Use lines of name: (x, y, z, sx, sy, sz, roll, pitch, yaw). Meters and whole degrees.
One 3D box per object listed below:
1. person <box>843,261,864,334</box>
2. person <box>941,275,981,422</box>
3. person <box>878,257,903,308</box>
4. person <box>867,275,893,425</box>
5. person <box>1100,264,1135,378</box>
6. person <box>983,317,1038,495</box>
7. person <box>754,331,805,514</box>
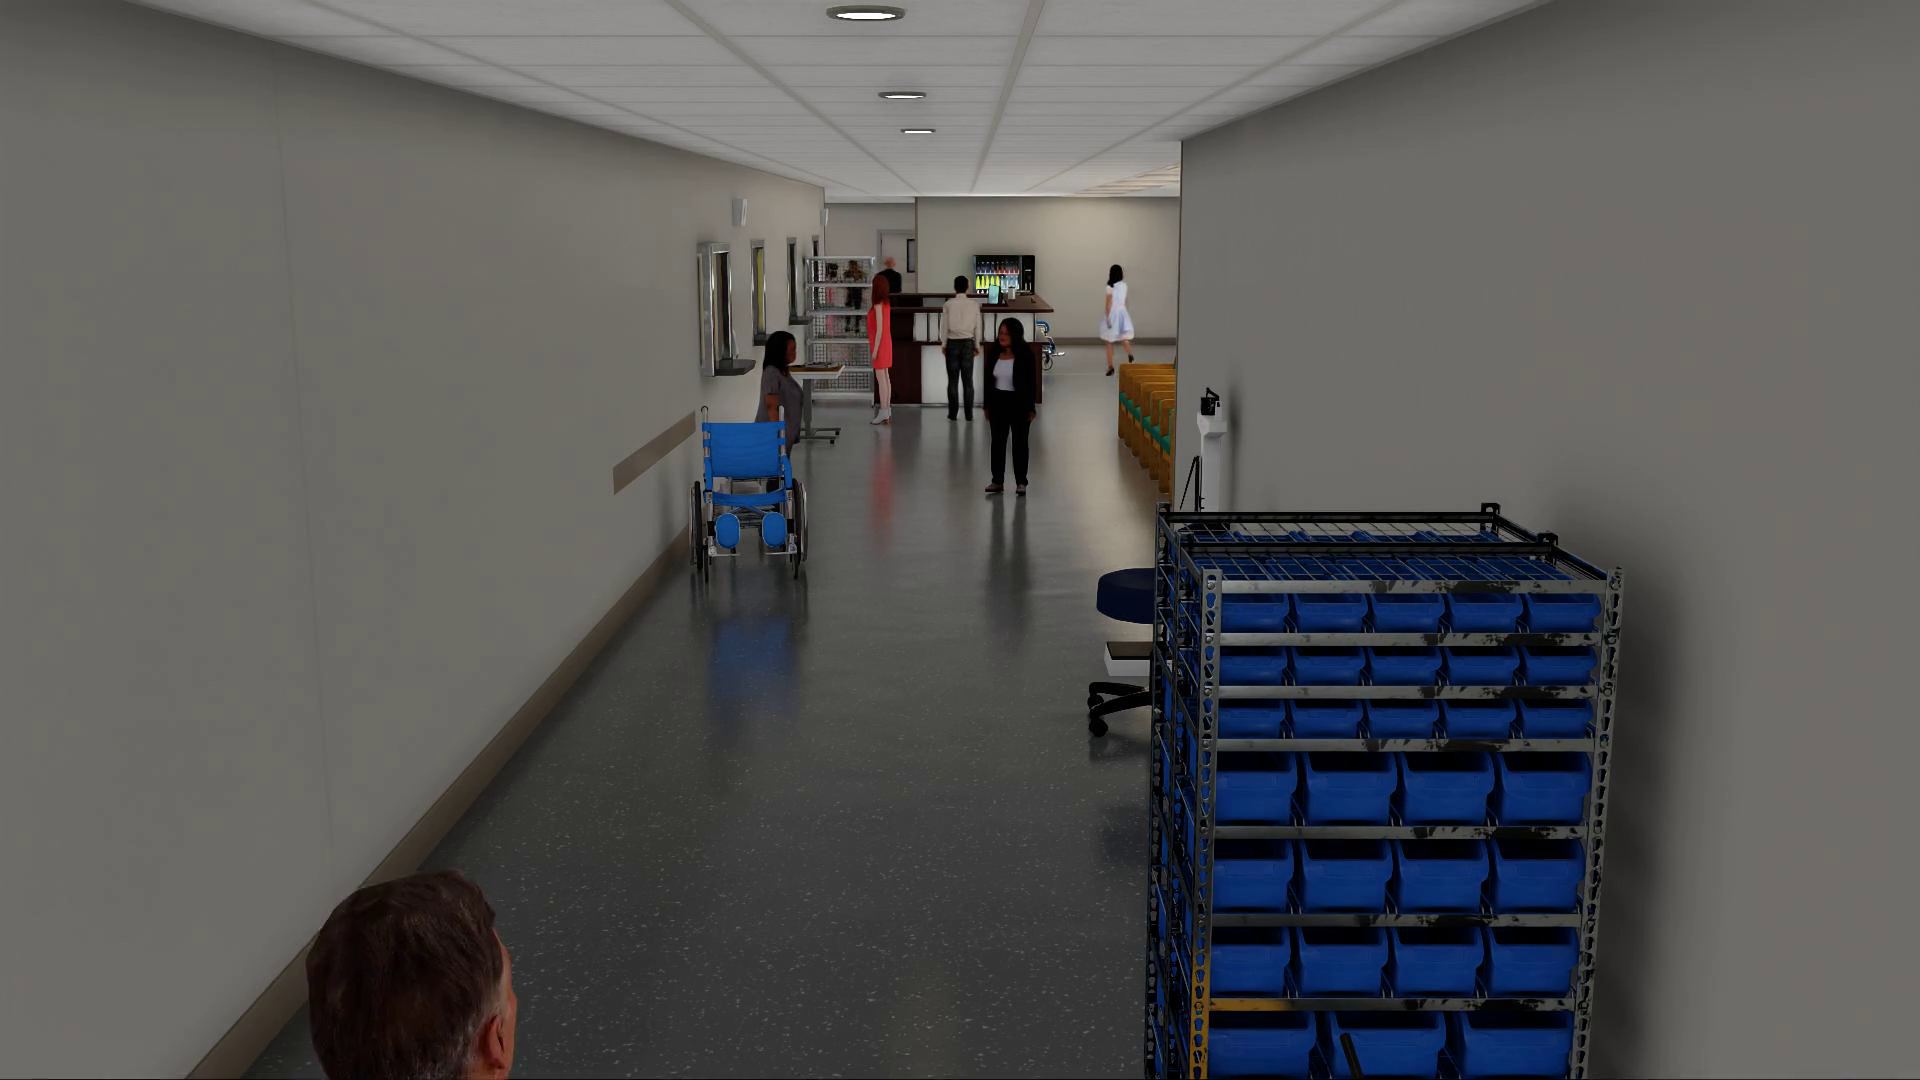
person: (-2.410, -5.555, 37.731, 0.769, 1.713, 0.780, -3, 11, -15)
person: (0.001, -2.417, 20.941, 0.530, 1.809, 0.736, -2, 11, -9)
person: (-1.431, -4.738, 33.256, 1.014, 1.777, 0.764, 1, 11, 3)
person: (-0.971, -2.358, 20.578, 0.560, 1.828, 0.625, 2, 11, 10)
person: (2.543, -3.436, 26.364, 1.141, 1.788, 0.963, -4, 11, -19)
person: (0.463, -1.222, 15.169, 0.656, 1.612, 0.784, 3, 11, 16)
person: (-1.490, -0.882, 13.396, 0.644, 1.604, 0.633, 0, 11, -2)
